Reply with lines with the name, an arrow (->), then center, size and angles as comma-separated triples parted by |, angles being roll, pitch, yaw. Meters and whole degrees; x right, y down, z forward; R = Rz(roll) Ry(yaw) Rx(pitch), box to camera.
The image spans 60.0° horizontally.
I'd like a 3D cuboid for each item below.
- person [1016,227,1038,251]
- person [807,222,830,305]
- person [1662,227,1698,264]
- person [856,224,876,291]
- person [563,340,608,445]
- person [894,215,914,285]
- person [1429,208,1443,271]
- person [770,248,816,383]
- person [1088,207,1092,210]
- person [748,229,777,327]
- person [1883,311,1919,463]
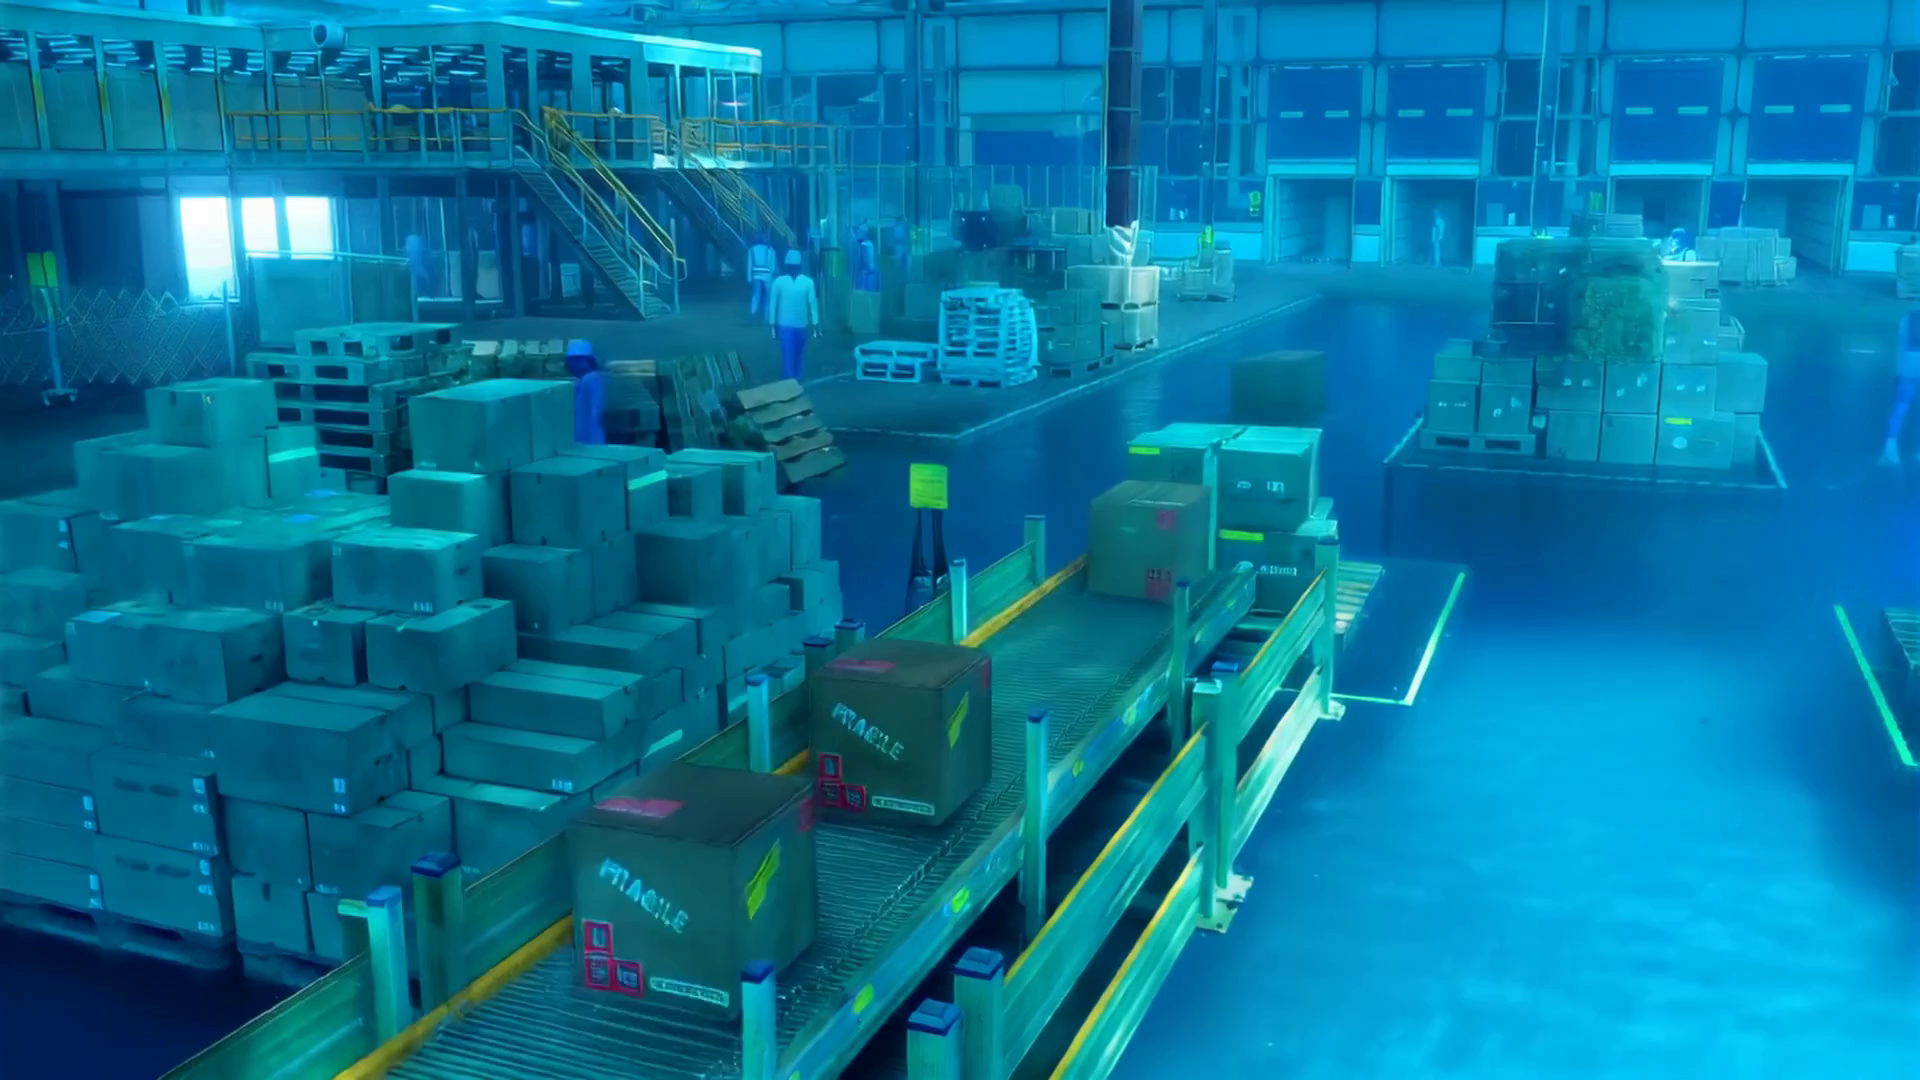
person -> 1.323, -5.102, 32.236 | 0.569, 1.918, 0.470 | 9, 16, 36
person -> -3.171, -6.195, 37.318 | 0.515, 1.842, 0.326 | 4, 13, 19
person -> 12.304, -4.377, 28.718 | 0.538, 2.000, 0.683 | -7, 14, -28
person -> -1.926, -5.471, 33.929 | 0.397, 1.911, 0.587 | 1, 13, 3
person -> -2.855, -0.737, 13.178 | 0.832, 1.690, 0.510 | -4, 13, -18
person -> -1.473, -7.588, 43.573 | 0.595, 1.837, 0.973 | -5, 13, -21
person -> 14.229, -8.954, 49.653 | 0.331, 1.865, 0.519 | 5, 14, 22
person -> -2.264, -2.945, 22.450 | 0.627, 1.977, 0.769 | -3, 13, -15
person -> 3.740, -8.616, 47.963 | 0.401, 1.938, 0.602 | -7, 14, -29
person -> -3.803, -5.035, 32.052 | 0.578, 1.873, 0.443 | 4, 13, 19
person -> 9.920, -1.739, 17.202 | 0.537, 1.911, 0.920 | 12, 17, 43
